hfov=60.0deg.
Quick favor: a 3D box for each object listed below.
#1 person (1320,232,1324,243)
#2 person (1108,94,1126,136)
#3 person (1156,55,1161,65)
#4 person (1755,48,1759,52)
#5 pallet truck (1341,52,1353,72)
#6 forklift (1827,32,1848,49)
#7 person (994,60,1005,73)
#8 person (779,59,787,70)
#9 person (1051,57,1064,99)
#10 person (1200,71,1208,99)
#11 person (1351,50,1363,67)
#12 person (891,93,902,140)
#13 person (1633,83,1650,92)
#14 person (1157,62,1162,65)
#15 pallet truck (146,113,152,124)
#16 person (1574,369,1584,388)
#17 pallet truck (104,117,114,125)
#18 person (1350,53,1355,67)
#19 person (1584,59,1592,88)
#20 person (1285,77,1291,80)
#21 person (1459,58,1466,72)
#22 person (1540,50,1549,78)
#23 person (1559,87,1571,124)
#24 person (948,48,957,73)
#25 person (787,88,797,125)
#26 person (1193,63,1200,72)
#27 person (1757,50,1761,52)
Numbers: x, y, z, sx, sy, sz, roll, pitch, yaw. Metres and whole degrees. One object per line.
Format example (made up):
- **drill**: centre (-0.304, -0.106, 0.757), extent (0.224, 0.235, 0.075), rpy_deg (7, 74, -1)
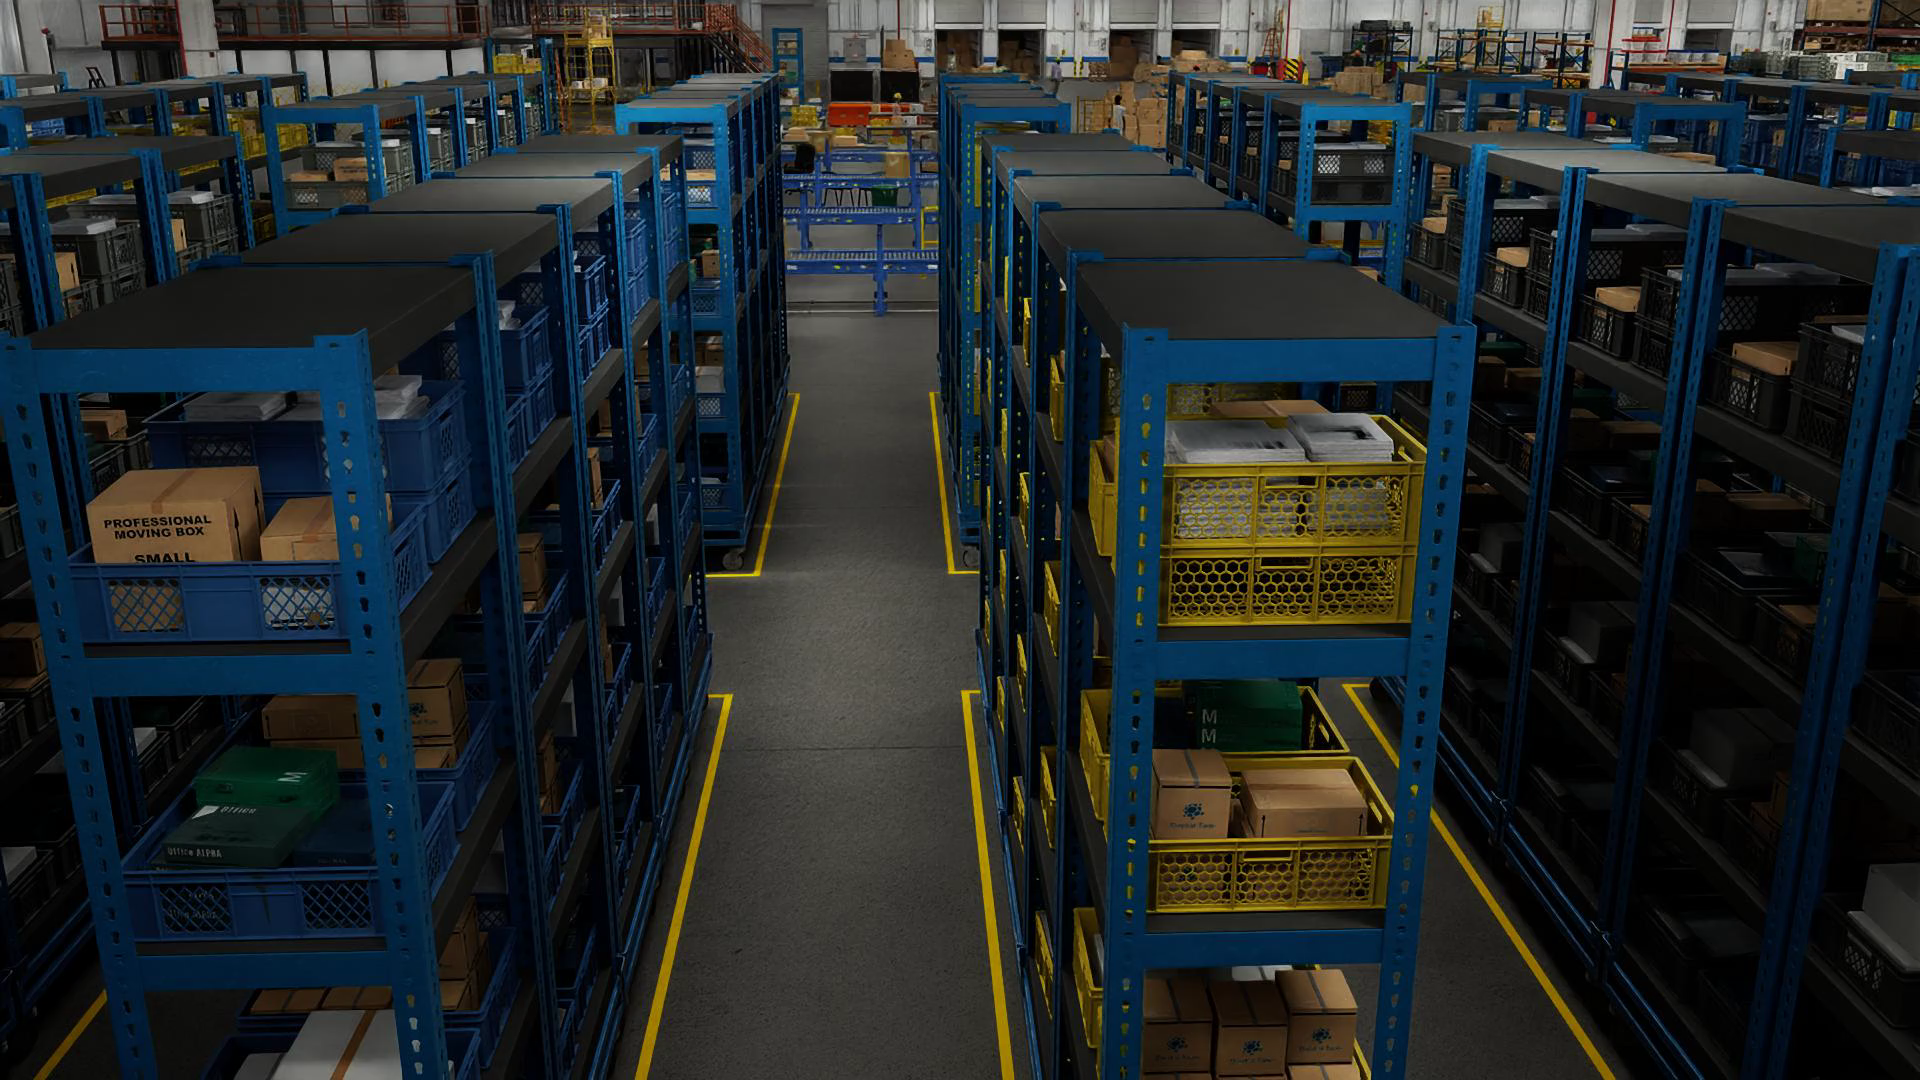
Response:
- **person**: centre (3.784, -2.440, 18.231), extent (0.611, 1.996, 0.379), rpy_deg (-8, 20, -24)
- **person**: centre (4.358, -11.400, 46.158), extent (0.521, 1.873, 0.336), rpy_deg (8, 20, 24)
- **person**: centre (10.241, -24.158, 85.916), extent (0.319, 1.697, 0.533), rpy_deg (-2, 18, -6)
- **person**: centre (43.498, -25.941, 91.053), extent (0.552, 1.932, 0.377), rpy_deg (1, 18, 4)
- **pallet truck**: centre (18.794, -23.123, 82.231), extent (0.823, 1.965, 1.885), rpy_deg (-13, 22, -35)
- **forklift**: centre (46.023, -25.321, 87.619), extent (1.129, 2.768, 1.873), rpy_deg (-1, 18, -2)
- **person**: centre (1.752, -20.962, 75.864), extent (0.639, 1.789, 0.957), rpy_deg (13, 22, 36)
- **person**: centre (-9.647, -25.667, 90.214), extent (0.542, 1.929, 0.368), rpy_deg (8, 20, 24)
- **person**: centre (4.530, -21.442, 77.176), extent (0.583, 1.909, 0.597), rpy_deg (-16, 24, -40)
- **person**: centre (8.425, -15.200, 57.645), extent (0.684, 2.000, 0.535), rpy_deg (-1, 18, -4)
- **person**: centre (20.251, -23.977, 84.932), extent (0.642, 1.972, 0.476), rpy_deg (14, 22, 36)
- **person**: centre (-1.859, -12.347, 49.274), extent (0.329, 1.761, 0.527), rpy_deg (-6, 19, -19)
- **person**: centre (24.425, -15.856, 59.792), extent (0.367, 1.967, 0.602), rpy_deg (-13, 22, -35)
- **person**: centre (8.921, -20.358, 73.991), extent (0.879, 1.814, 0.638), rpy_deg (-7, 19, -21)
- **pallet truck**: centre (-18.087, -8.309, 36.390), extent (1.885, 1.965, 0.823), rpy_deg (-1, 18, -4)
- **person**: centre (4.274, -0.341, 11.968), extent (0.567, 1.849, 0.389), rpy_deg (-13, 22, -35)
- **pallet truck**: centre (-18.367, -7.885, 35.078), extent (1.885, 1.965, 0.823), rpy_deg (1, 18, 2)
- **person**: centre (20.833, -24.937, 88.222), extent (0.329, 1.765, 0.533), rpy_deg (11, 21, 32)
- **person**: centre (28.535, -20.971, 75.817), extent (0.336, 1.844, 0.510), rpy_deg (-7, 19, -22)
- **person**: centre (10.981, -14.530, 55.787), extent (0.598, 1.907, 0.480), rpy_deg (13, 22, 34)
- **person**: centre (24.348, -22.566, 80.950), extent (0.701, 1.720, 0.501), rpy_deg (-1, 18, -5)
- **person**: centre (31.706, -25.594, 90.112), extent (0.915, 1.845, 0.591), rpy_deg (-3, 18, -8)
- **person**: centre (19.806, -13.907, 54.226), extent (0.612, 1.683, 0.538), rpy_deg (14, 23, 37)
- **person**: centre (-0.388, -25.655, 90.180), extent (0.668, 1.924, 0.607), rpy_deg (17, 24, 42)
- **person**: centre (-6.140, -16.109, 60.731), extent (0.438, 1.871, 0.592), rpy_deg (3, 18, 11)
- **person**: centre (9.294, -17.767, 65.612), extent (0.601, 2.035, 0.412), rpy_deg (4, 18, 12)
- **person**: centre (42.070, -24.897, 87.855), extent (0.633, 1.919, 0.738), rpy_deg (9, 20, 25)
